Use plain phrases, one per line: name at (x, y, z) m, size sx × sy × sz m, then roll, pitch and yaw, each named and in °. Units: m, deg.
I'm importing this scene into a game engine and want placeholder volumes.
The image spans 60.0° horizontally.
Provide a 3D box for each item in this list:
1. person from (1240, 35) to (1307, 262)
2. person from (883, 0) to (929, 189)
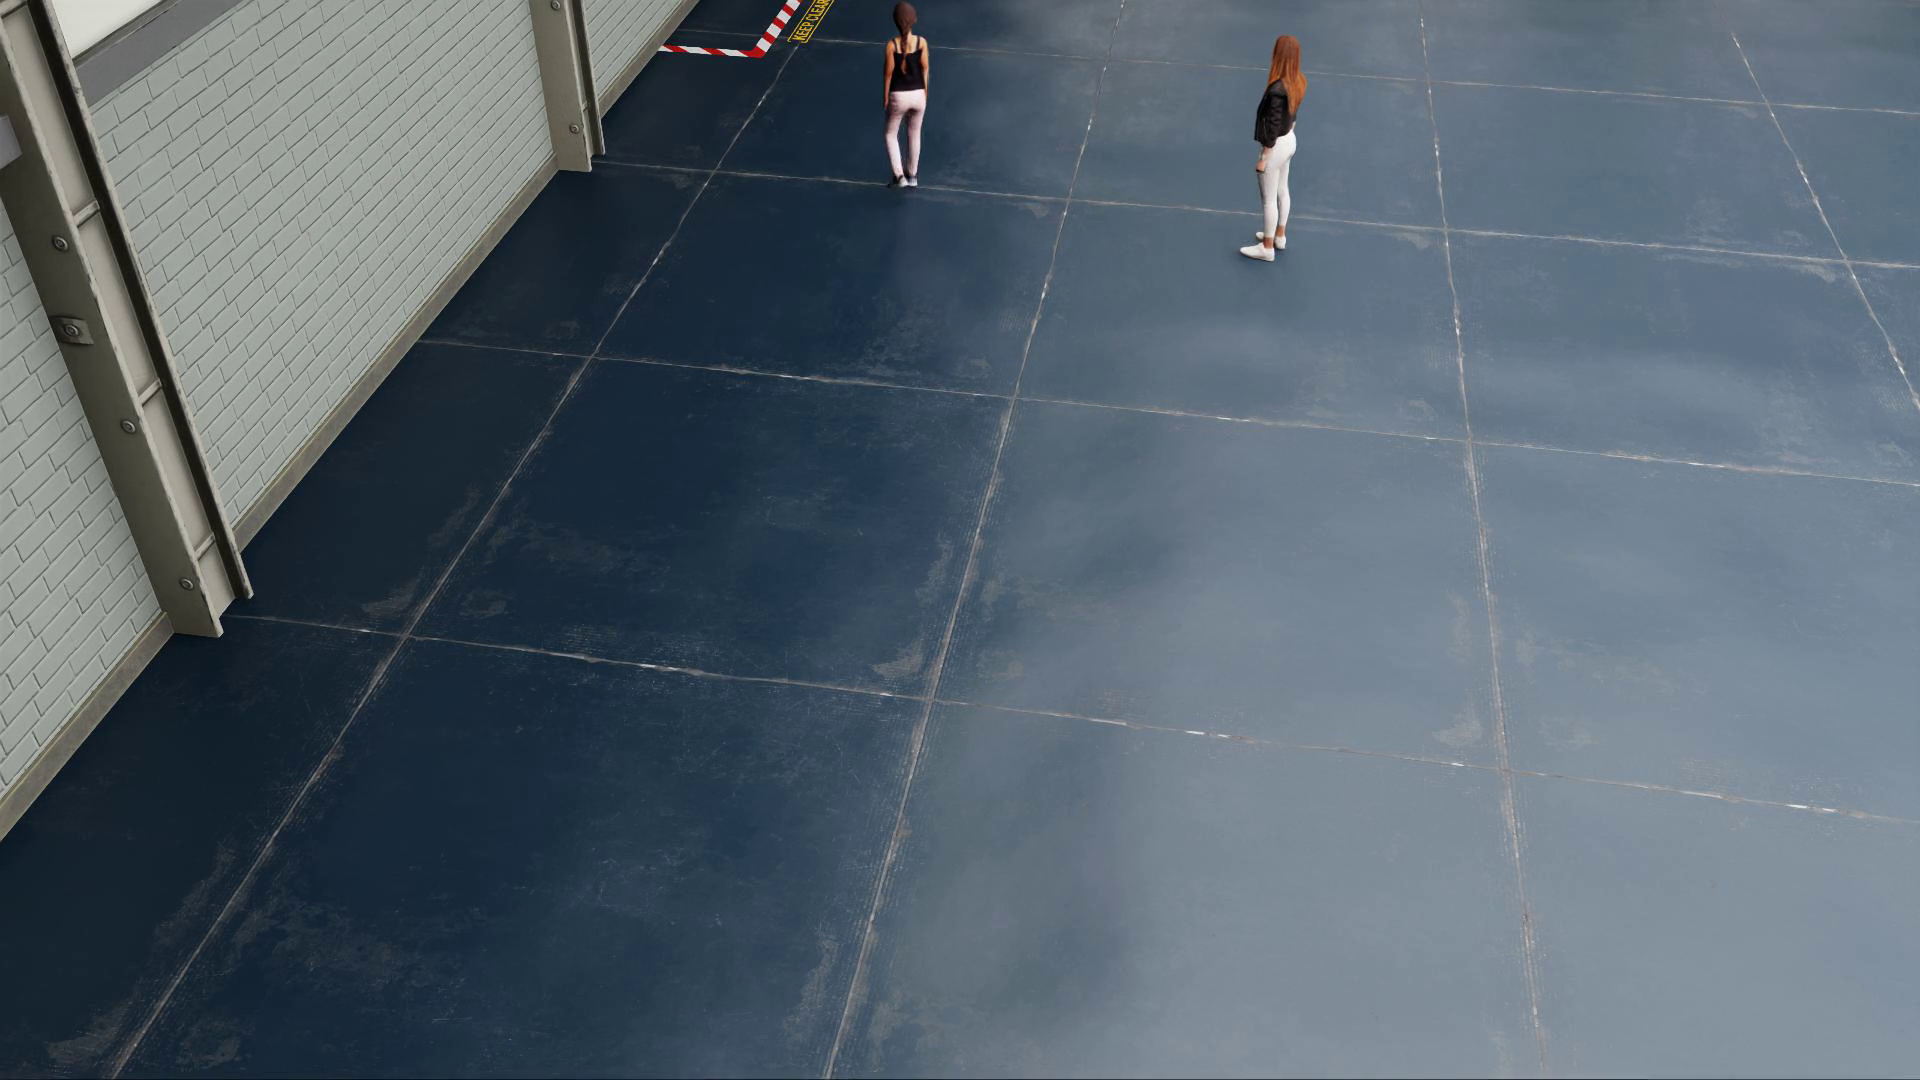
person at (2.354, -2.906, 12.344) m, size 0.739 × 1.703 × 0.606 m, roll 23°, pitch 43°, yaw 26°
person at (-0.414, -3.489, 13.210) m, size 0.696 × 1.554 × 0.812 m, roll -9°, pitch 39°, yaw -12°
